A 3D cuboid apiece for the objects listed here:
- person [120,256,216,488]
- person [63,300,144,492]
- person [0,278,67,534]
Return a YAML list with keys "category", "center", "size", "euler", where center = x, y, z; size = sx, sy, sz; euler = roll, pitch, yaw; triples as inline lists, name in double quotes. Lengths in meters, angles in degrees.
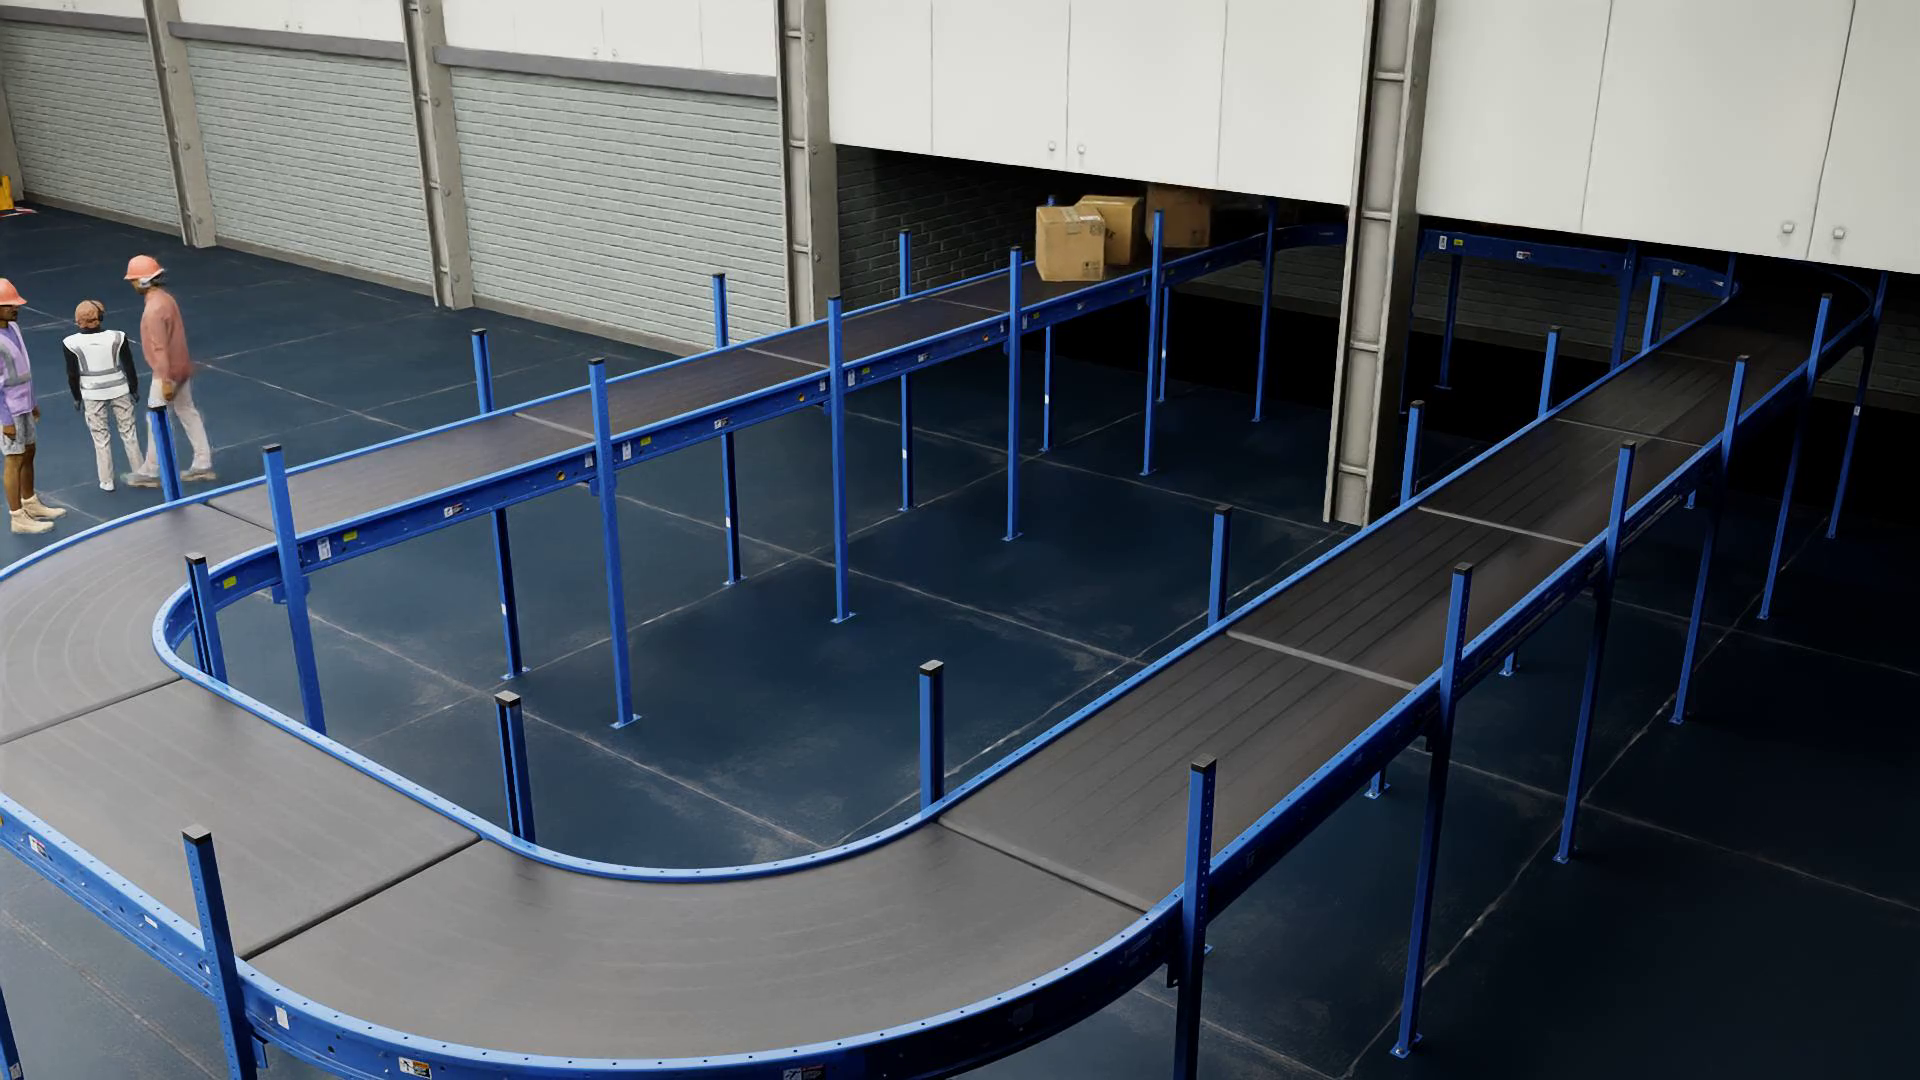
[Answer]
- category: "person"
  center: [-6.840, -1.424, 14.110]
  size: [0.712, 1.975, 0.655]
  euler: [-3, 22, -9]
- category: "person"
  center: [-7.200, -1.210, 14.026]
  size: [0.522, 1.637, 0.305]
  euler: [-13, 25, -30]
- category: "person"
  center: [-7.419, -1.055, 13.111]
  size: [0.417, 2.034, 0.603]
  euler: [-4, 22, -9]
